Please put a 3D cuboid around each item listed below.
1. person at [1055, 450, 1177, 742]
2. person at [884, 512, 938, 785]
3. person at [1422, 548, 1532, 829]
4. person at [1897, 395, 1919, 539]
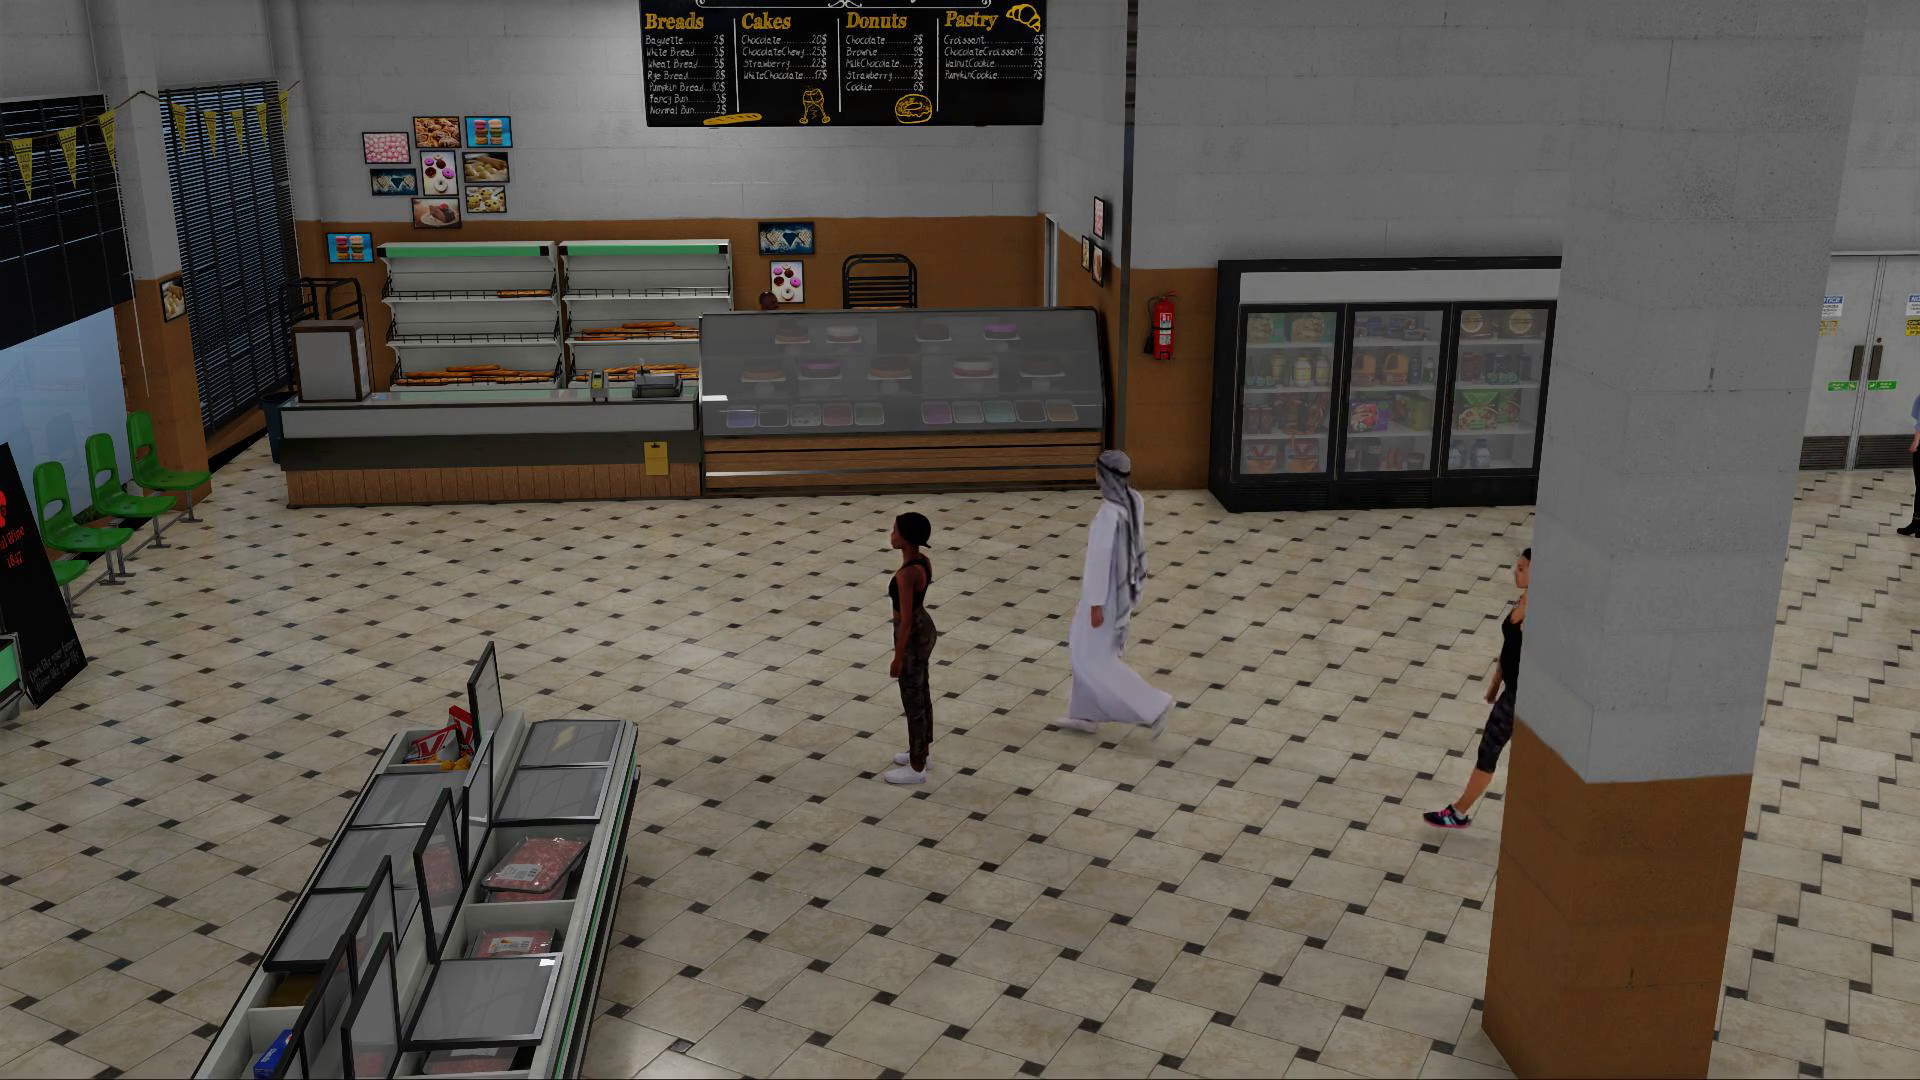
[{"bbox_3d":[1.021,0.386,10.556,1.034,1.902,1.109,7,18,21],"label":"person"},{"bbox_3d":[-0.285,0.640,10.067,0.692,1.701,0.562,3,17,11],"label":"person"},{"bbox_3d":[3.235,0.895,9.269,0.808,1.676,1.148,2,17,6],"label":"person"},{"bbox_3d":[8.805,-0.888,15.024,0.702,1.744,0.649,-6,18,-20],"label":"person"}]
